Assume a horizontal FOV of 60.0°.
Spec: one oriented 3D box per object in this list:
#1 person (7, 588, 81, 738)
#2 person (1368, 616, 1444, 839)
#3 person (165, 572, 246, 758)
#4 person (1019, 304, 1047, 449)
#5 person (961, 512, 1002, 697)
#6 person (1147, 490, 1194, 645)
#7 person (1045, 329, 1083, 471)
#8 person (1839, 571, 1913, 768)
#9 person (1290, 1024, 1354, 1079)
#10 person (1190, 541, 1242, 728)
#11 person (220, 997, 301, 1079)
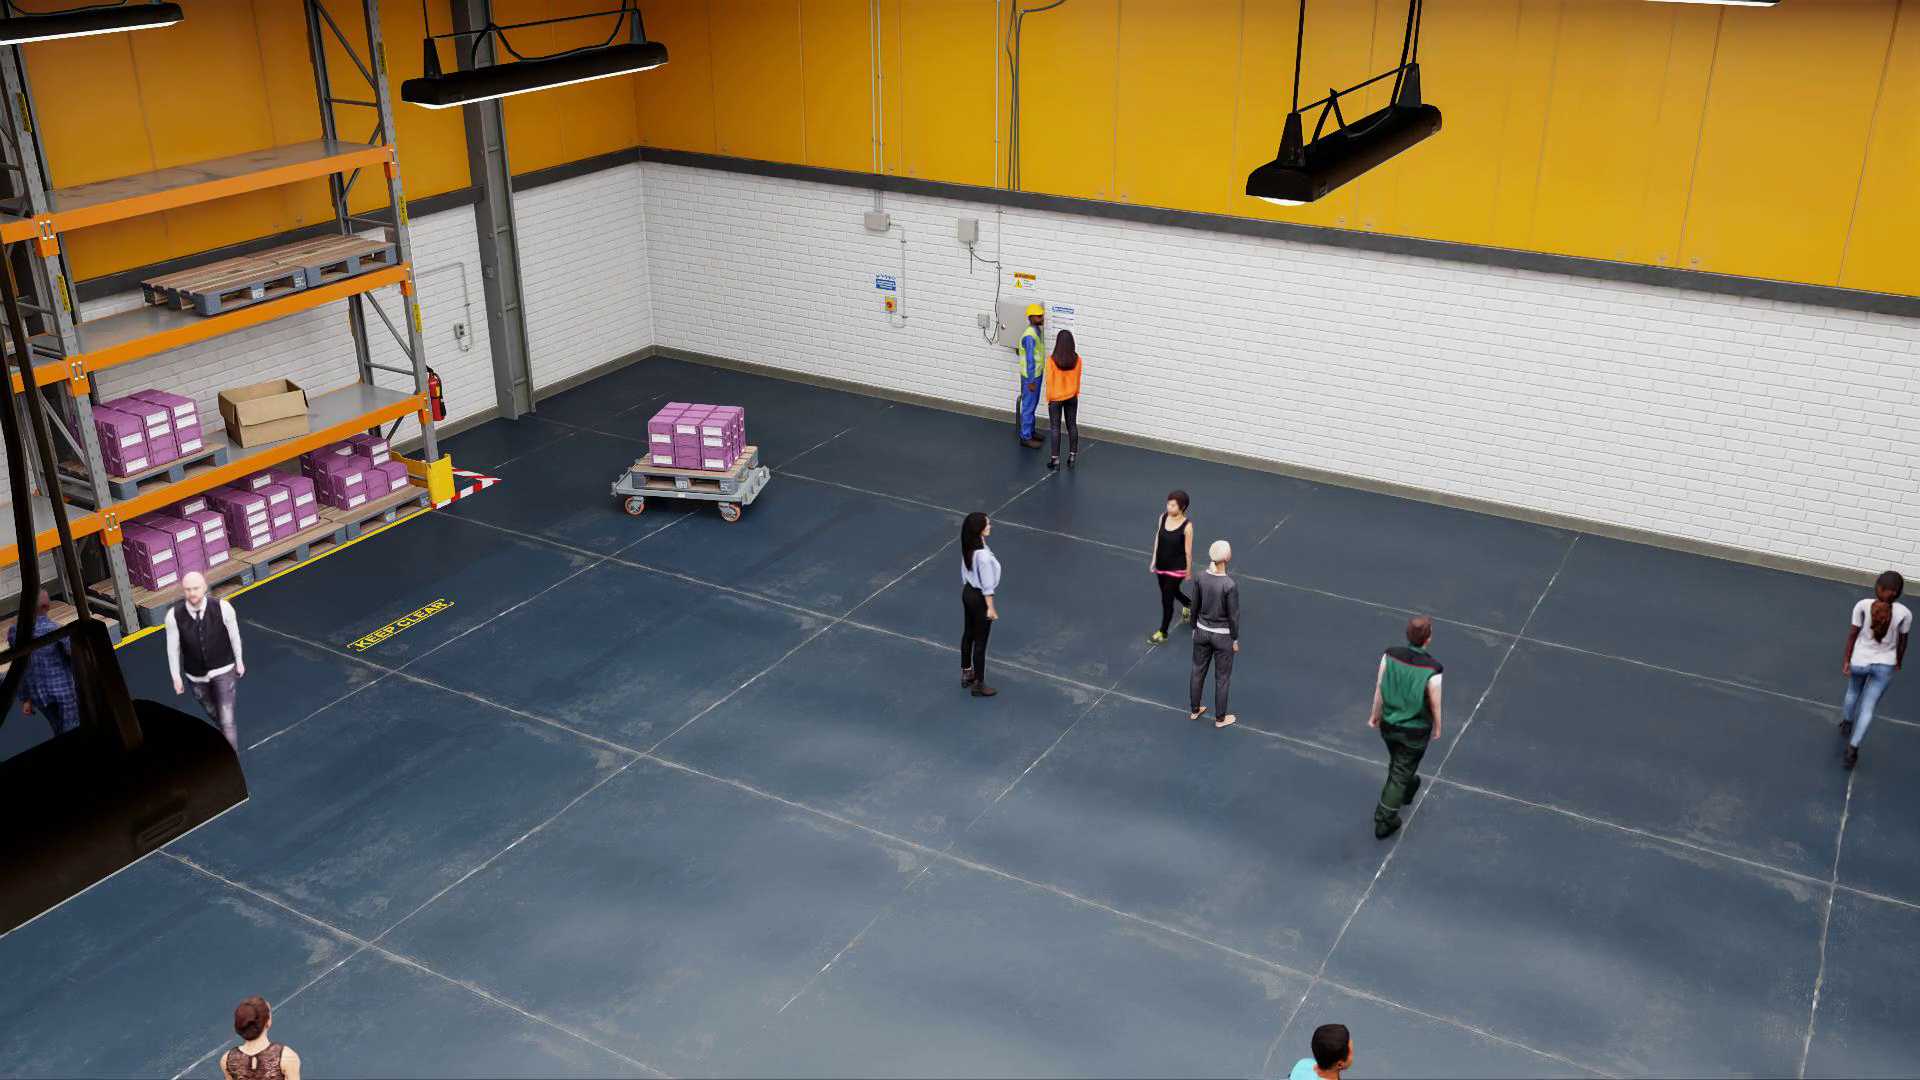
[{"bbox_3d":[-7.252,1.252,13.262,0.951,1.796,1.073,-1,24,-1],"label":"person"},{"bbox_3d":[3.378,1.457,12.777,0.825,1.809,1.104,21,31,40],"label":"person"},{"bbox_3d":[-6.148,1.079,13.675,1.250,1.782,1.283,-7,25,-16],"label":"person"},{"bbox_3d":[0.917,-2.082,20.866,0.771,1.813,0.587,7,25,15],"label":"person"},{"bbox_3d":[0.151,0.560,14.910,0.753,1.743,0.728,-10,25,-21],"label":"person"},{"bbox_3d":[2.081,0.217,15.960,1.033,1.531,0.770,-18,30,-36],"label":"person"},{"bbox_3d":[1.243,-1.701,20.076,0.687,1.748,0.768,-9,25,-19],"label":"person"},{"bbox_3d":[7.538,1.092,13.759,0.620,1.690,0.991,15,28,31],"label":"person"},{"bbox_3d":[1.769,3.286,8.657,0.905,1.756,0.824,-12,26,-25],"label":"person"},{"bbox_3d":[2.205,0.794,14.396,0.636,1.726,0.552,17,29,34],"label":"person"},{"bbox_3d":[-3.722,3.222,8.932,0.828,1.655,0.925,-3,24,-7],"label":"person"}]
